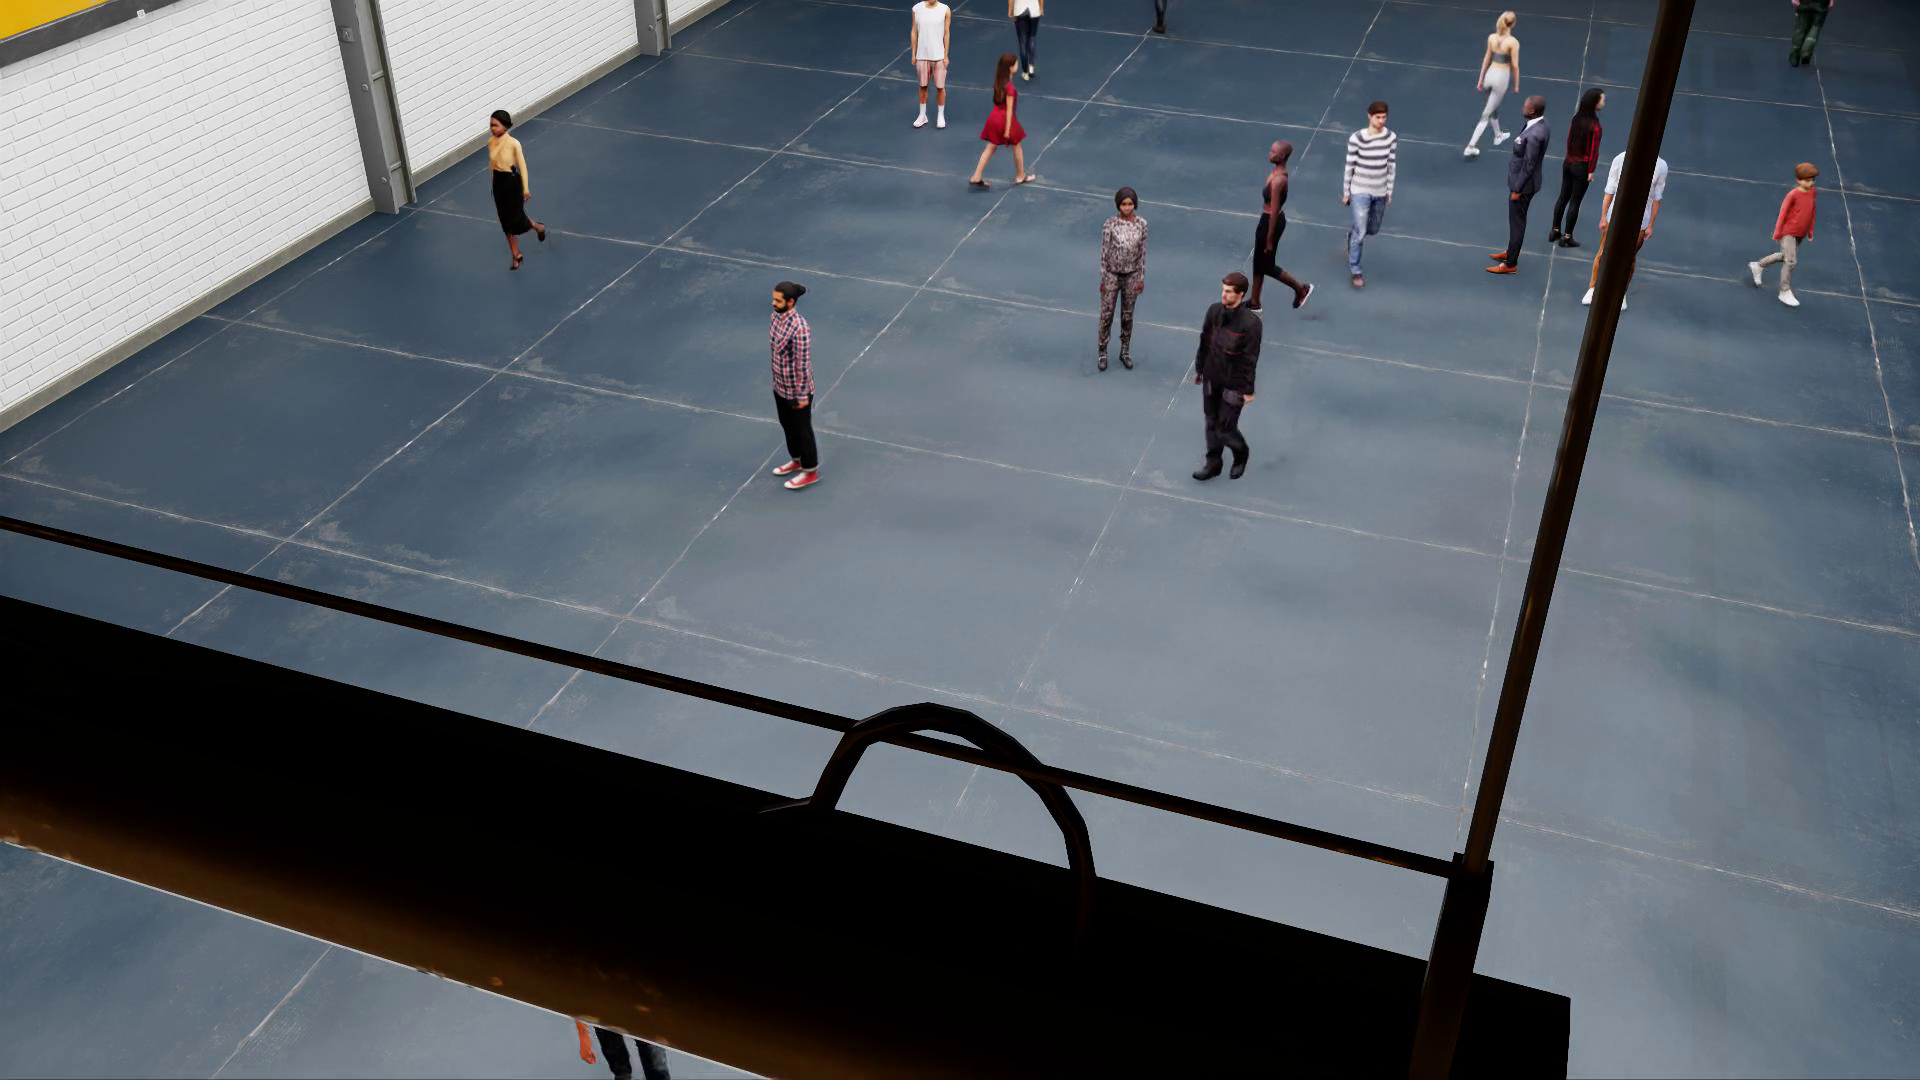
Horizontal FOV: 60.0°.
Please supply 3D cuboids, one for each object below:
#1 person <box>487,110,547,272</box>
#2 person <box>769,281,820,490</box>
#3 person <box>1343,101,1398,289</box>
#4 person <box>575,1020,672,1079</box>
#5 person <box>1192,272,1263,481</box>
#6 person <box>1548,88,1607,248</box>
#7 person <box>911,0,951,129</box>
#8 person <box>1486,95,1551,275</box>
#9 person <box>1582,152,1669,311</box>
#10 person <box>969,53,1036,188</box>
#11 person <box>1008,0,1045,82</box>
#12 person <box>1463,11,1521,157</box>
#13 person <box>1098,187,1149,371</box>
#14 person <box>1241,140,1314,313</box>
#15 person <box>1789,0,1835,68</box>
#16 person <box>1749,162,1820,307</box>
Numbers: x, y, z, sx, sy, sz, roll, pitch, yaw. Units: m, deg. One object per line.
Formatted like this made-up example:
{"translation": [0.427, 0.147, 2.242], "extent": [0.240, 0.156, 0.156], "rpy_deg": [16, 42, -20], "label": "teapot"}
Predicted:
{"translation": [-4.517, -3.556, 16.855], "extent": [0.602, 1.638, 0.811], "rpy_deg": [14, 36, 20], "label": "person"}
{"translation": [-1.329, -1.252, 13.280], "extent": [0.799, 1.759, 0.778], "rpy_deg": [-21, 39, -29], "label": "person"}
{"translation": [4.044, -3.500, 16.603], "extent": [0.965, 1.825, 1.169], "rpy_deg": [-4, 34, -6], "label": "person"}
{"translation": [-1.683, 2.193, 8.112], "extent": [1.021, 1.742, 1.120], "rpy_deg": [-11, 35, -17], "label": "person"}
{"translation": [2.191, -1.300, 13.287], "extent": [0.893, 1.831, 0.871], "rpy_deg": [-25, 41, -32], "label": "person"}
{"translation": [6.432, -3.876, 17.324], "extent": [0.719, 1.653, 0.641], "rpy_deg": [-11, 35, -17], "label": "person"}
{"translation": [-0.345, -5.945, 20.318], "extent": [0.672, 1.784, 0.624], "rpy_deg": [6, 34, 9], "label": "person"}
{"translation": [5.669, -3.587, 16.733], "extent": [0.750, 1.825, 0.536], "rpy_deg": [13, 36, 19], "label": "person"}
{"translation": [6.436, -3.118, 16.028], "extent": [0.682, 1.824, 0.539], "rpy_deg": [12, 35, 17], "label": "person"}
{"translation": [0.414, -4.670, 18.637], "extent": [1.072, 1.522, 0.941], "rpy_deg": [-18, 38, -25], "label": "person"}
{"translation": [0.888, -6.865, 21.708], "extent": [0.709, 1.777, 0.721], "rpy_deg": [-4, 34, -6], "label": "person"}
{"translation": [6.219, -5.287, 19.445], "extent": [1.206, 1.655, 0.976], "rpy_deg": [-25, 41, -32], "label": "person"}
{"translation": [1.455, -2.351, 14.988], "extent": [0.658, 1.699, 0.679], "rpy_deg": [-2, 34, -3], "label": "person"}
{"translation": [3.058, -2.947, 15.847], "extent": [0.794, 1.740, 0.975], "rpy_deg": [4, 34, 6], "label": "person"}
{"translation": [11.400, -7.205, 22.168], "extent": [0.665, 1.834, 0.701], "rpy_deg": [10, 35, 15], "label": "person"}
{"translation": [8.113, -3.043, 16.309], "extent": [0.901, 1.389, 0.952], "rpy_deg": [-15, 37, -22], "label": "person"}
